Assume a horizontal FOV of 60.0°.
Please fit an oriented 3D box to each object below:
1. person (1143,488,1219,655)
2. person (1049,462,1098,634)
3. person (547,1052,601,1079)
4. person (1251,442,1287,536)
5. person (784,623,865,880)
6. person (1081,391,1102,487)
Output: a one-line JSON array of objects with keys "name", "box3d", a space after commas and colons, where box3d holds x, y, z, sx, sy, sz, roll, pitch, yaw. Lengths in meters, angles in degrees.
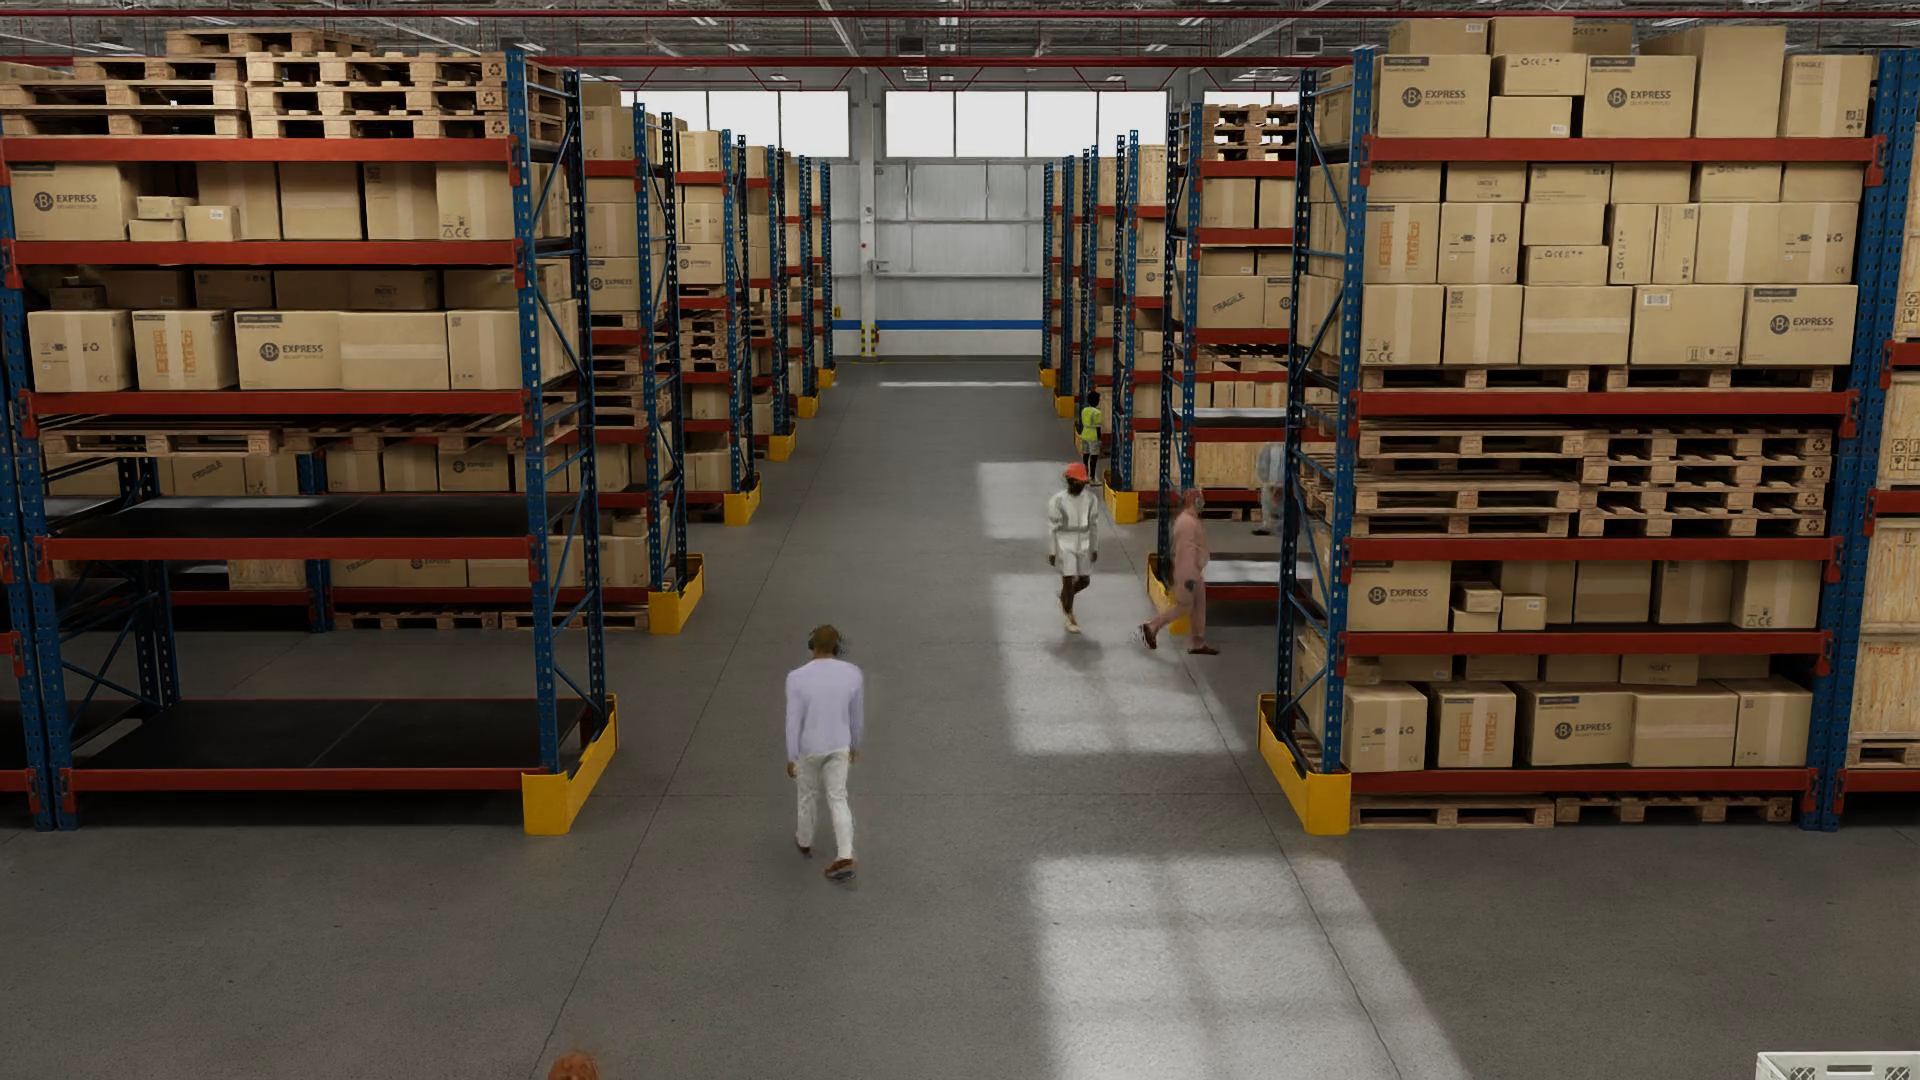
[{"name": "person", "box3d": [2.490, 0.345, 18.515, 0.781, 1.868, 0.660, 3, 12, 15]}, {"name": "person", "box3d": [1.299, 0.063, 19.532, 0.653, 2.022, 0.607, -5, 12, -21]}, {"name": "person", "box3d": [-1.531, 2.848, 6.733, 0.516, 1.613, 0.574, 1, 11, 2]}, {"name": "person", "box3d": [4.702, -0.946, 25.027, 0.515, 1.820, 0.611, 1, 11, 4]}, {"name": "person", "box3d": [-0.984, 1.570, 12.428, 0.641, 1.895, 0.995, -5, 12, -23]}, {"name": "person", "box3d": [2.341, -1.798, 29.583, 0.319, 1.692, 0.536, -6, 13, -29]}]
